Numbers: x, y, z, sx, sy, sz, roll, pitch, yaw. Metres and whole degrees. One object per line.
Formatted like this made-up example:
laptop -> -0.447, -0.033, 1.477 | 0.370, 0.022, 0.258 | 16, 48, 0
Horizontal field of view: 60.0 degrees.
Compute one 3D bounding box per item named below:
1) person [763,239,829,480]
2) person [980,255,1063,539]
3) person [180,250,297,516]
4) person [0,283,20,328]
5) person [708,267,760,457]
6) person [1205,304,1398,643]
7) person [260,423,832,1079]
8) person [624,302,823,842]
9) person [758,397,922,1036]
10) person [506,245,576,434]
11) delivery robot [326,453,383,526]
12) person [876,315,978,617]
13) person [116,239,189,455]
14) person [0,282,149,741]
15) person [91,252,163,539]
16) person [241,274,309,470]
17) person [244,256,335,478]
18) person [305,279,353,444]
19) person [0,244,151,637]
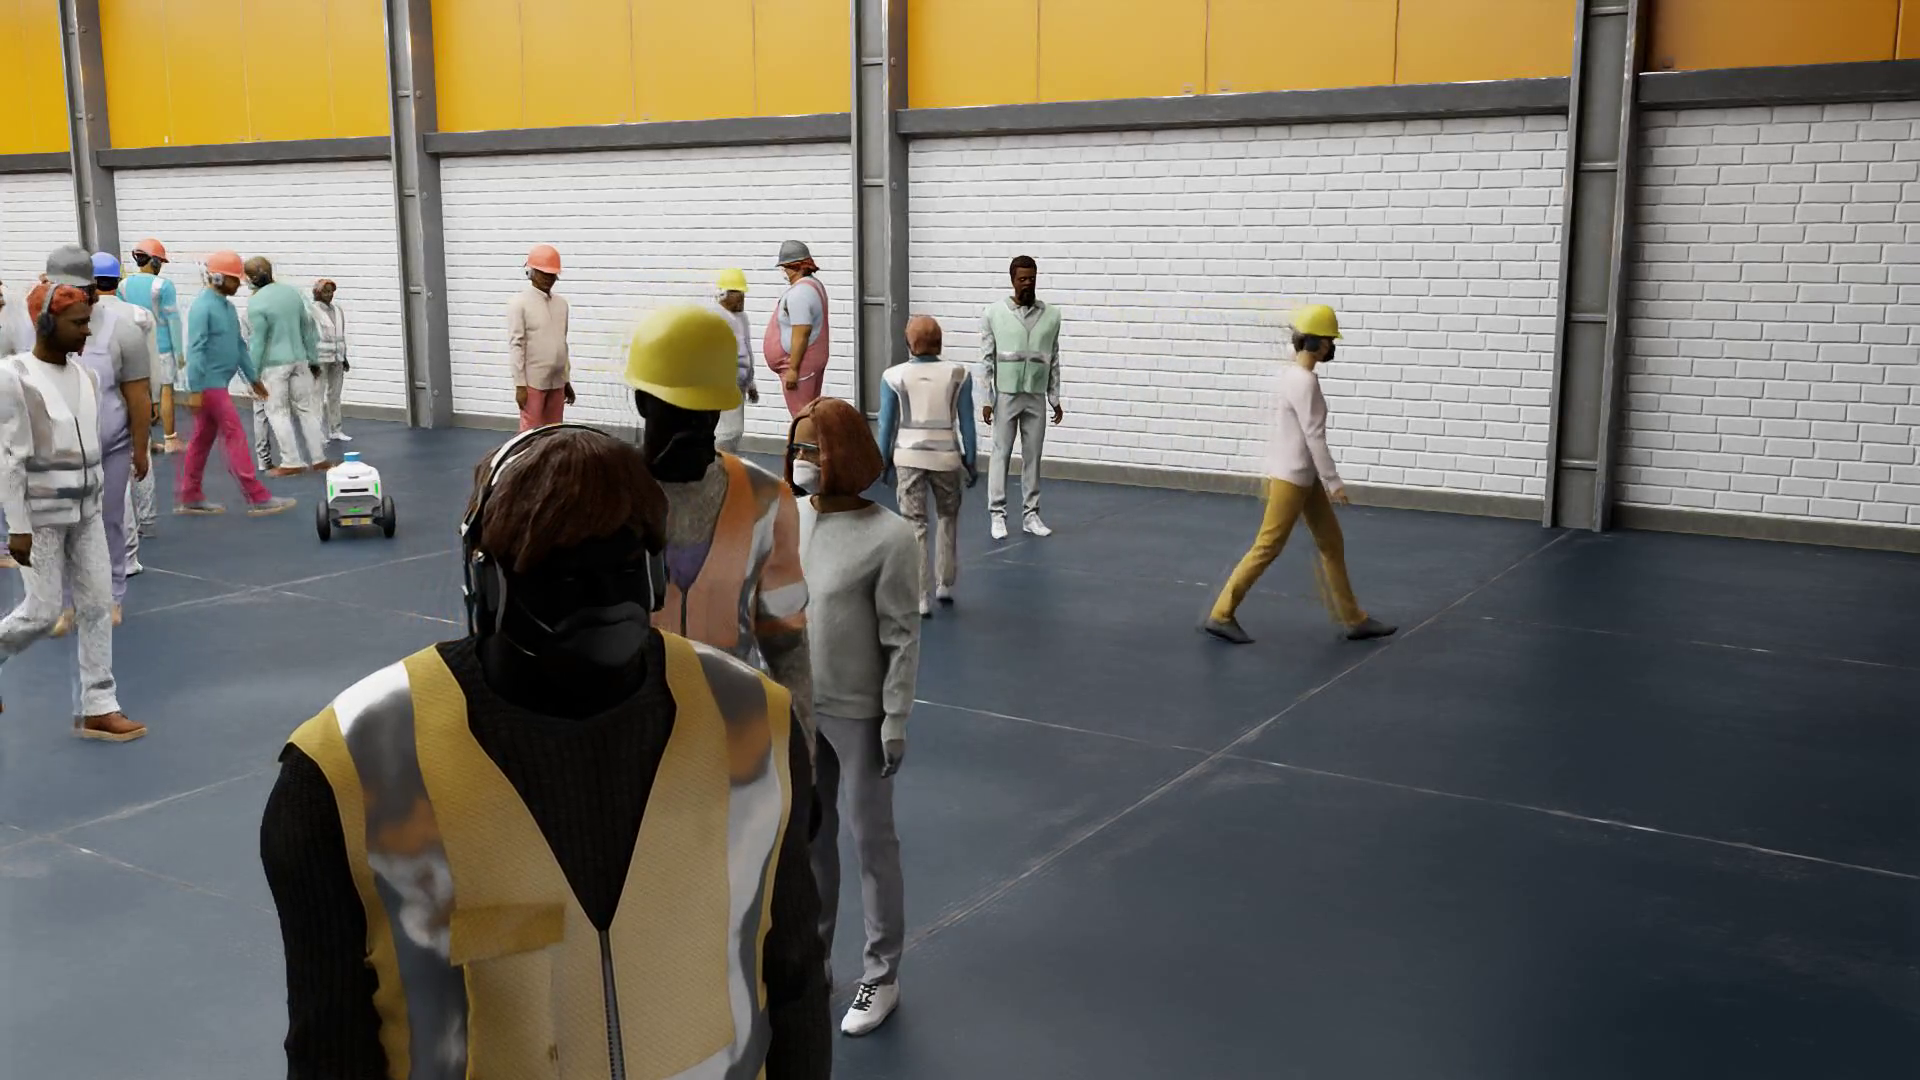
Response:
person -> -1.357, -1.465, 13.750 | 0.536, 2.000, 0.676 | 2, 10, 8
person -> 0.415, -0.975, 11.370 | 0.587, 1.920, 0.391 | -4, 11, -19
person -> -5.343, -1.133, 12.171 | 0.940, 1.936, 0.658 | -2, 10, -11
person -> -7.808, -1.380, 13.279 | 0.692, 2.000, 0.535 | 7, 12, 33
person -> -1.820, -1.234, 13.101 | 0.442, 1.812, 0.589 | 3, 11, 18
person -> 1.690, -0.312, 8.285 | 0.949, 1.712, 0.537 | 2, 10, 12
person -> -0.428, 0.779, 1.906 | 0.619, 1.836, 0.430 | -5, 11, -26
person -> -0.571, 0.463, 3.453 | 0.604, 1.892, 0.678 | -6, 12, -29
person -> -0.324, 0.447, 4.279 | 0.499, 1.634, 0.279 | 8, 13, 36
person -> -3.046, -1.159, 12.209 | 0.402, 1.985, 0.613 | 5, 11, 27
delivery robot -> -4.192, -0.361, 11.491 | 0.477, 0.478, 0.707 | -4, 11, -21
person -> -0.185, -0.408, 9.035 | 0.545, 1.615, 0.539 | -1, 10, -4
person -> -7.585, -1.812, 15.694 | 0.616, 2.031, 0.387 | 2, 10, 13
person -> -3.706, -0.105, 6.720 | 0.737, 1.859, 0.596 | 3, 11, 15
person -> -5.673, -0.944, 11.149 | 0.607, 1.942, 0.413 | -7, 13, -35
person -> -6.058, -1.483, 14.669 | 0.484, 1.746, 0.287 | 2, 10, 9
person -> -5.757, -1.479, 14.254 | 0.420, 1.896, 0.801 | 4, 11, 20
person -> -6.326, -1.785, 16.633 | 0.310, 1.638, 0.523 | 5, 11, 24
person -> -4.513, -0.524, 8.532 | 0.699, 2.000, 0.636 | -4, 11, -20
